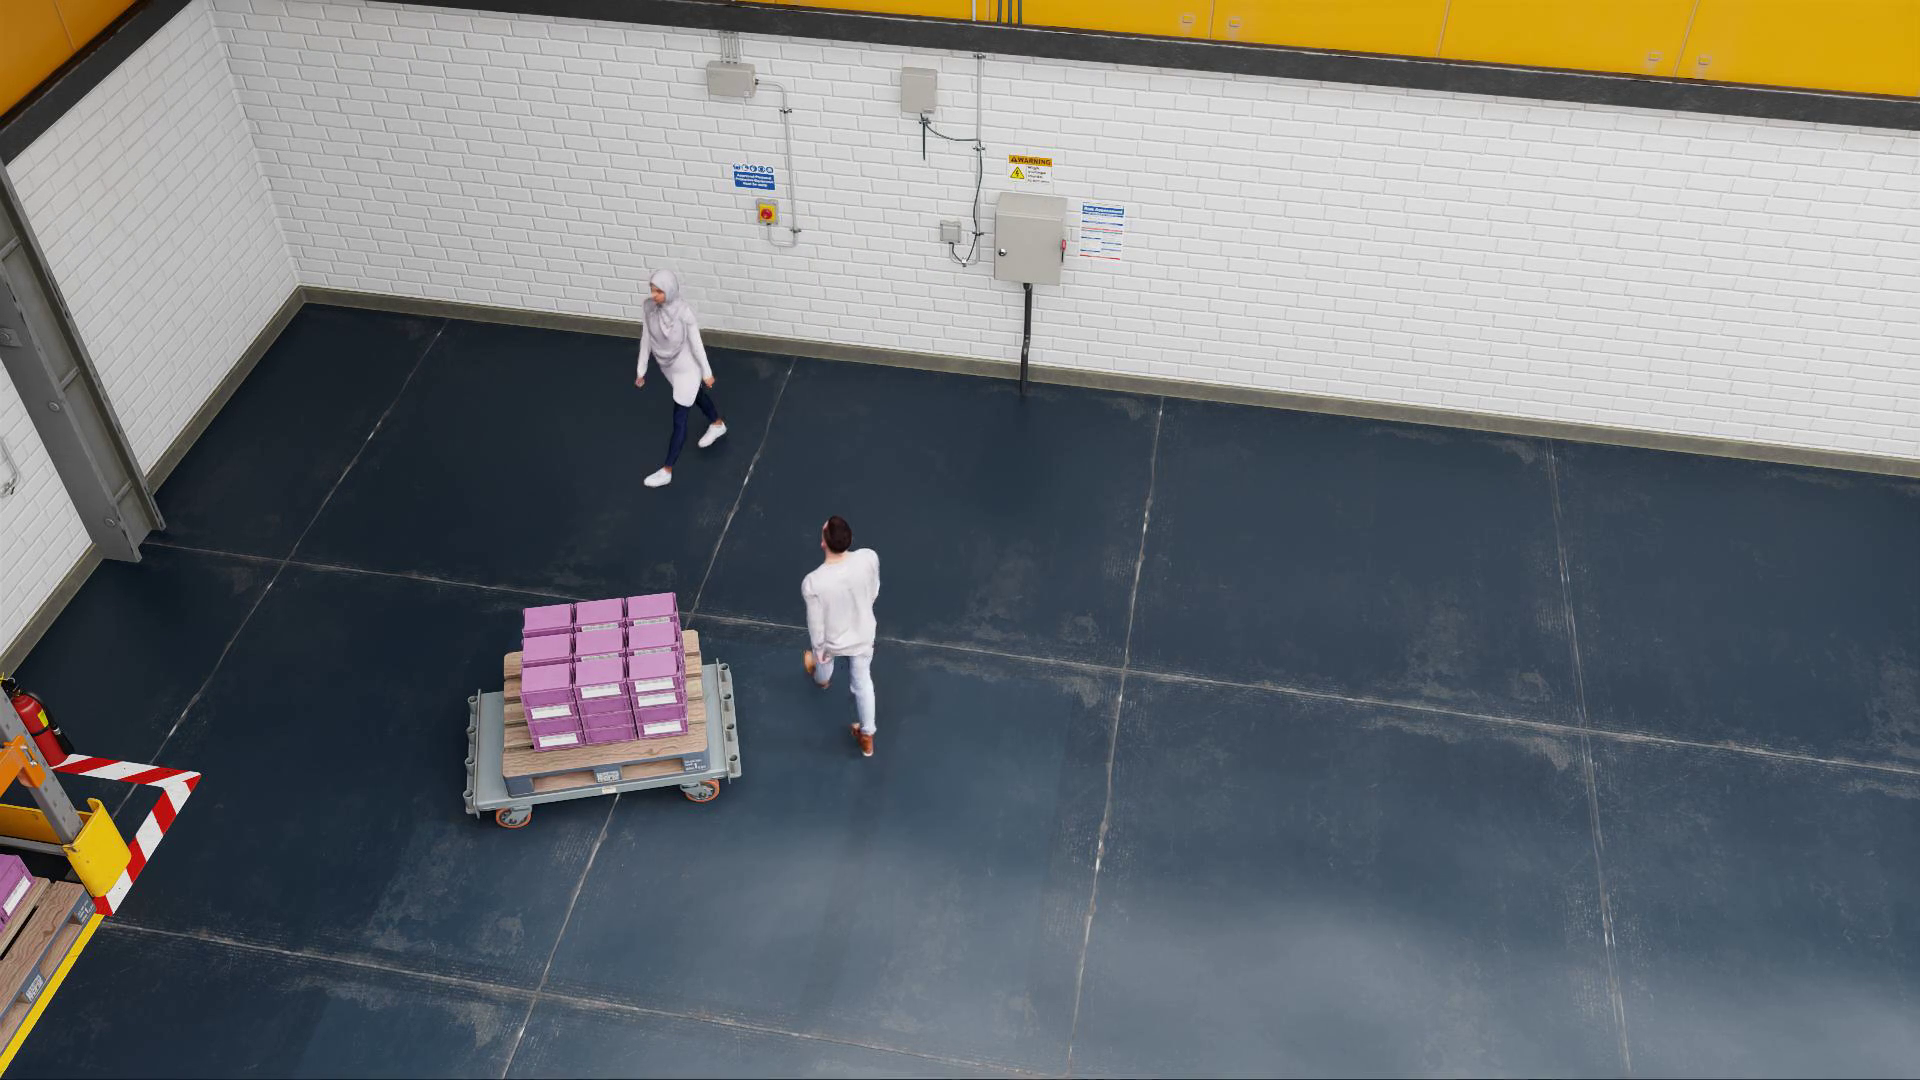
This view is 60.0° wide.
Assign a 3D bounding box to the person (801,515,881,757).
[{"bbox_3d":[-0.659,0.603,10.084,1.080,1.799,1.226,-18,46,-18],"label":"person"}]

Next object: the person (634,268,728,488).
[{"bbox_3d":[-1.970,-1.276,12.107,0.967,1.729,1.237,28,50,26],"label":"person"}]
